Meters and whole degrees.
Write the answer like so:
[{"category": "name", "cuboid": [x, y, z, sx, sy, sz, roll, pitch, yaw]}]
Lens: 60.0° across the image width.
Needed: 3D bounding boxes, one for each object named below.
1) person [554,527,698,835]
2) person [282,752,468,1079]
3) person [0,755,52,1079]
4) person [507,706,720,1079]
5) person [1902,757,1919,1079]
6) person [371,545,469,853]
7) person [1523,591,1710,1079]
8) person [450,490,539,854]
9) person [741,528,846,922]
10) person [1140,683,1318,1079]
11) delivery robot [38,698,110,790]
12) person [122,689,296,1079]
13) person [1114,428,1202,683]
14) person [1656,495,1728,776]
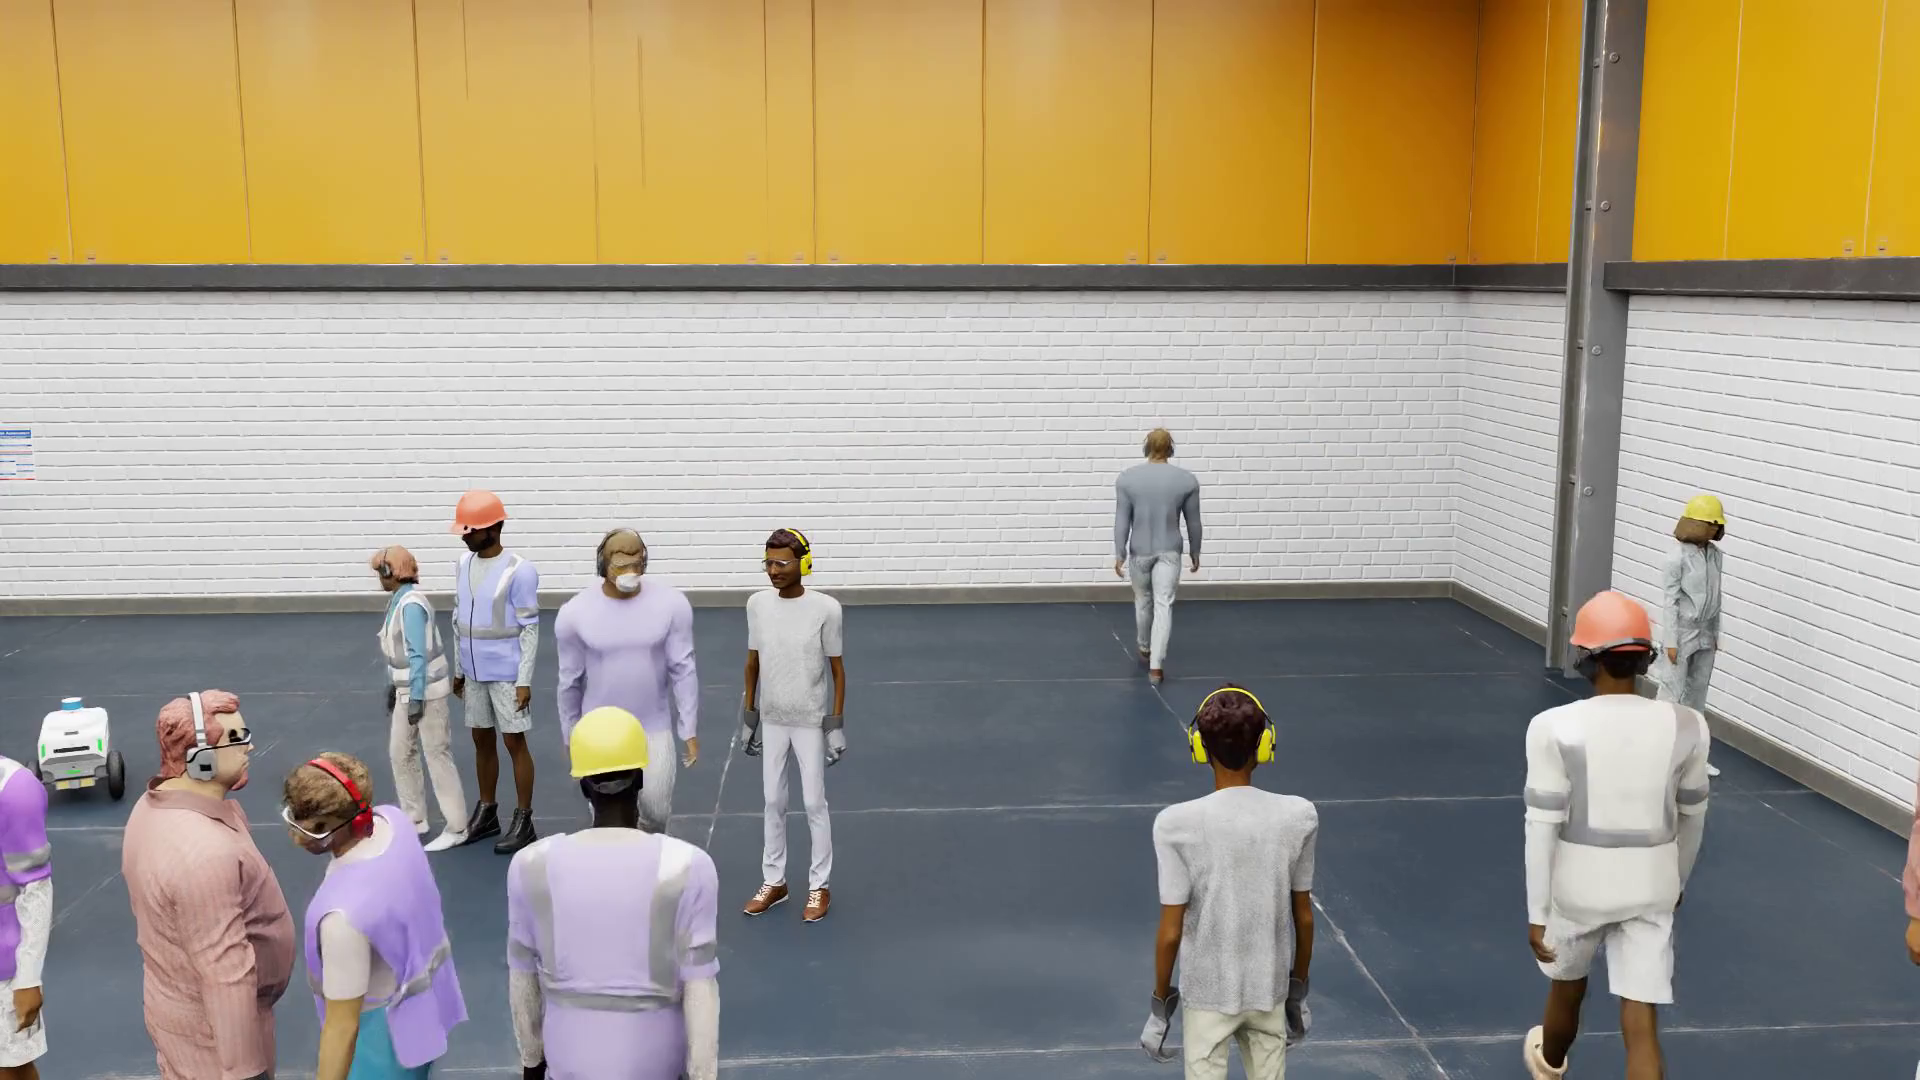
[{"category": "person", "cuboid": [-1.552, 0.862, 7.756, 0.637, 1.913, 0.844, -3, 9, -17]}, {"category": "person", "cuboid": [-1.567, 1.424, 4.544, 0.385, 1.803, 0.679, 0, 9, 1]}, {"category": "person", "cuboid": [-3.021, 1.279, 5.045, 0.542, 1.927, 0.380, 3, 9, 15]}, {"category": "person", "cuboid": [-0.945, 1.383, 4.589, 0.595, 1.865, 1.010, 0, 9, 2]}, {"category": "person", "cuboid": [3.373, 1.205, 5.329, 0.640, 1.989, 0.426, 0, 9, 3]}, {"category": "person", "cuboid": [-2.860, 0.831, 8.818, 0.370, 1.615, 0.560, -6, 11, -34]}, {"category": "person", "cuboid": [2.190, 1.159, 5.640, 0.623, 1.980, 1.104, 1, 9, 6]}, {"category": "person", "cuboid": [-2.469, 0.688, 8.749, 0.542, 1.928, 0.374, 5, 10, 28]}, {"category": "person", "cuboid": [-0.792, 0.863, 7.832, 0.532, 1.869, 0.311, 3, 10, 18]}, {"category": "person", "cuboid": [0.782, 1.342, 4.850, 0.520, 1.864, 0.333, -2, 9, -11]}, {"category": "delivery robot", "cuboid": [-5.187, 1.168, 9.740, 0.477, 0.478, 0.707, -4, 10, -25]}, {"category": "person", "cuboid": [-2.056, 1.353, 4.645, 0.407, 1.908, 0.641, -7, 12, -38]}, {"category": "person", "cuboid": [1.508, 0.089, 12.652, 0.656, 1.880, 1.034, 1, 9, 8]}, {"category": "person", "cuboid": [4.406, 0.587, 9.987, 0.498, 1.738, 0.310, -5, 10, -30]}]
